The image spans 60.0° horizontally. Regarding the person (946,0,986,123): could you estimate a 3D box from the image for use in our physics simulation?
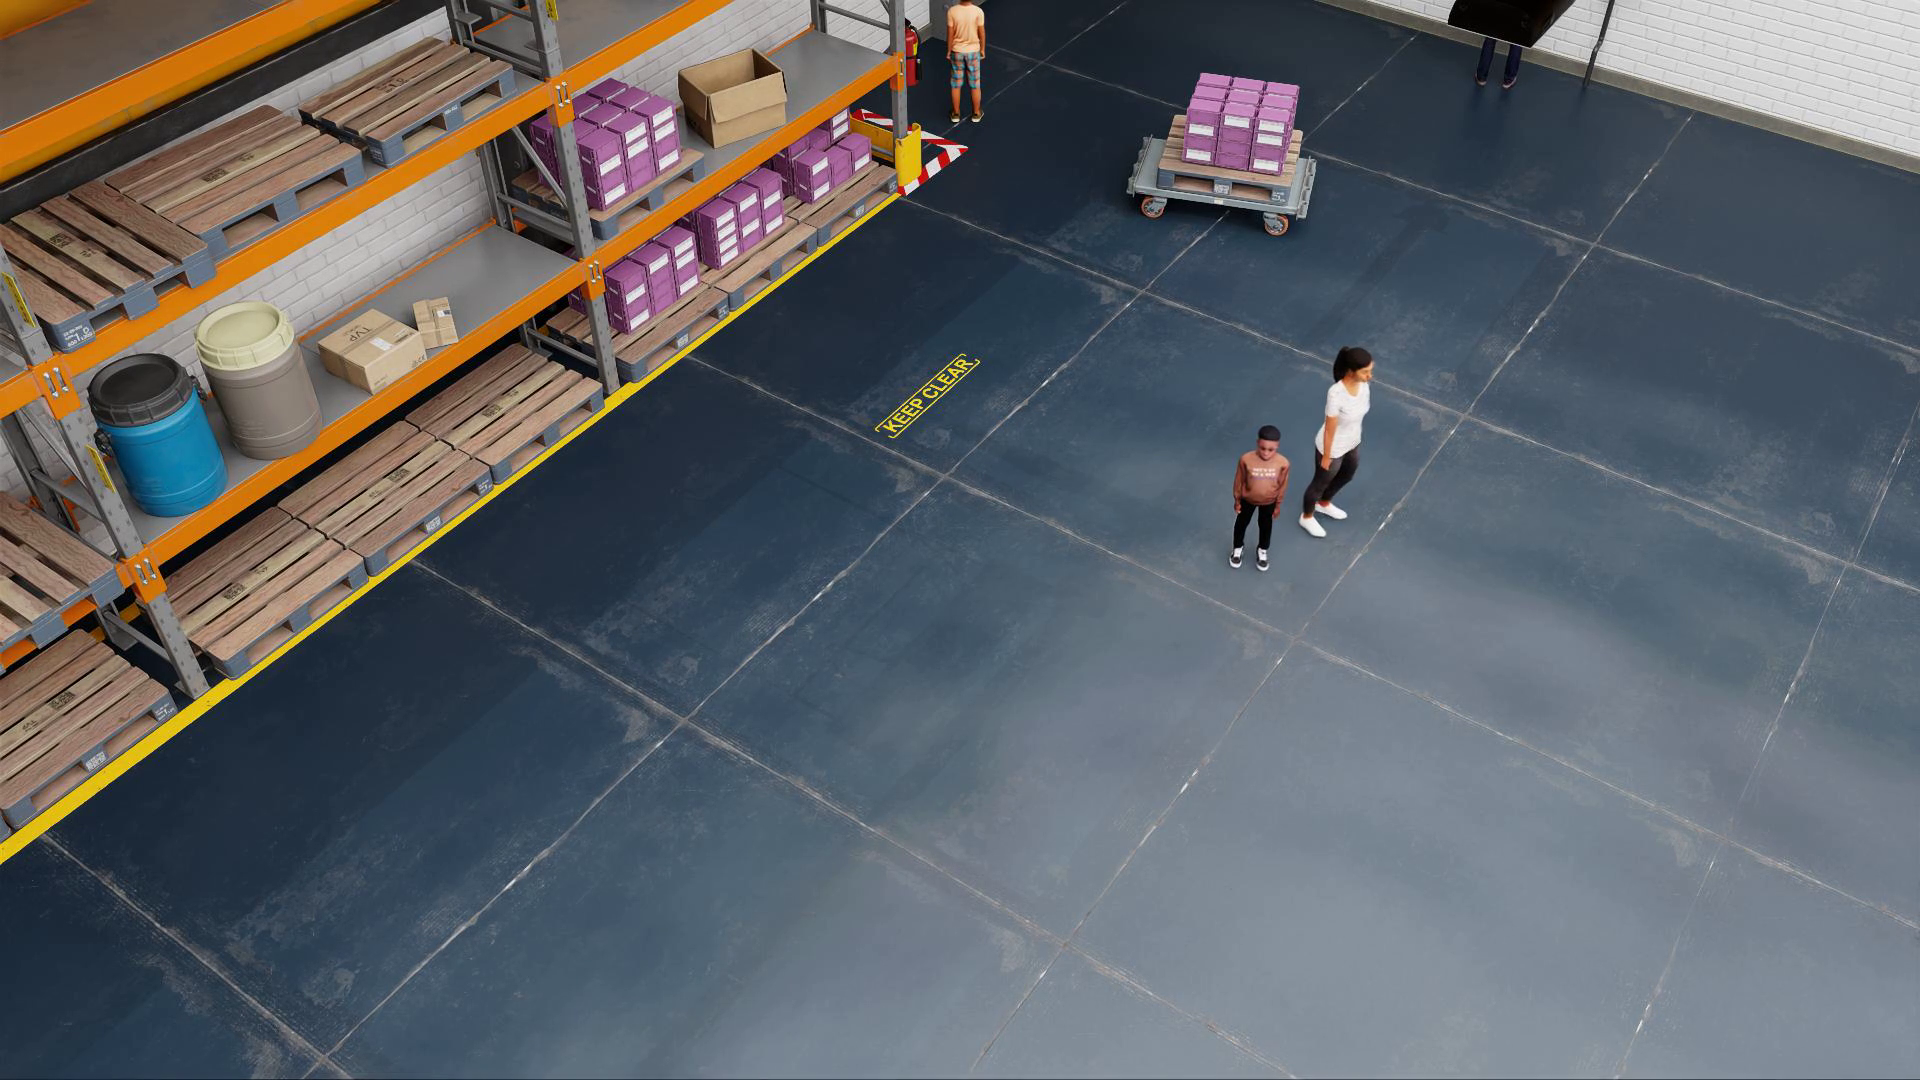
[{"bbox_3d":[0.053,-4.793,16.301,0.606,1.461,0.638,0,44,0],"label":"person"}]

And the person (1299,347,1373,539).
[{"bbox_3d":[2.693,-0.702,11.878,0.530,1.638,0.673,-33,53,-30],"label":"person"}]

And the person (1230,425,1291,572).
[{"bbox_3d":[2.119,-0.315,11.752,0.576,1.252,0.582,7,44,8],"label":"person"}]
